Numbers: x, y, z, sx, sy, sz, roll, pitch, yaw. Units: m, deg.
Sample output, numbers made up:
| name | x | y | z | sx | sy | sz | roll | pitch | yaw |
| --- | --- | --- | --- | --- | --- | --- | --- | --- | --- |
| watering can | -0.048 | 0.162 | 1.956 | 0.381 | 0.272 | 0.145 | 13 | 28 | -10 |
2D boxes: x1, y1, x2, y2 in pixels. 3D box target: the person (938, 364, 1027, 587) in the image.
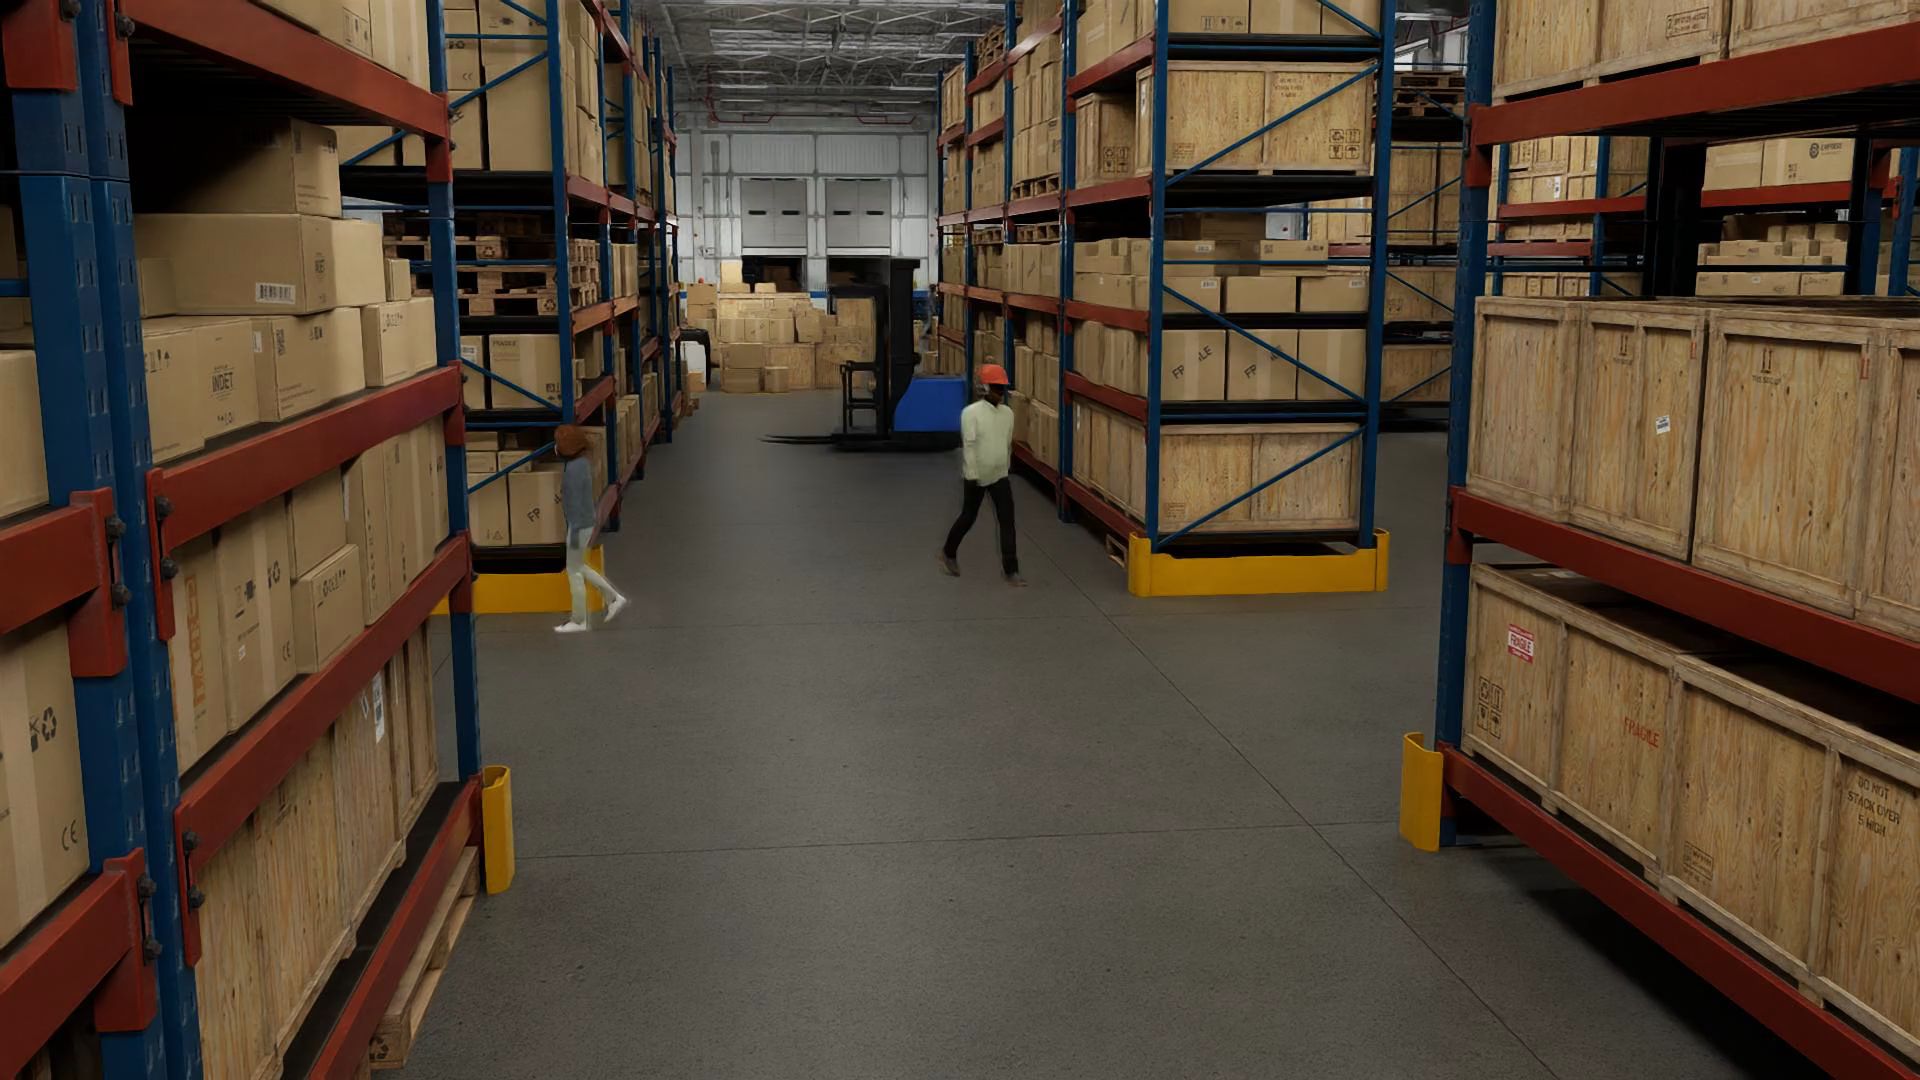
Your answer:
| name | x | y | z | sx | sy | sz | roll | pitch | yaw |
| --- | --- | --- | --- | --- | --- | --- | --- | --- | --- |
| person | 0.192 | -0.591 | 14.729 | 0.617 | 1.958 | 1.001 | -7 | 12 | -34 |

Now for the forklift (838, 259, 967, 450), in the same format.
| name | x | y | z | sx | sy | sz | roll | pitch | yaw |
| --- | --- | --- | --- | --- | --- | --- | --- | --- | --- |
| forklift | -0.835 | -2.771 | 24.697 | 1.873 | 2.768 | 1.129 | 0 | 10 | 1 |

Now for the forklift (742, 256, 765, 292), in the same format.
| name | x | y | z | sx | sy | sz | roll | pitch | yaw |
| --- | --- | --- | --- | --- | --- | --- | --- | --- | --- |
| forklift | -7.283 | -8.633 | 58.827 | 1.873 | 2.768 | 1.129 | -9 | 14 | -44 |

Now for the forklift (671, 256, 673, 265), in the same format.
| name | x | y | z | sx | sy | sz | roll | pitch | yaw |
| --- | --- | --- | --- | --- | --- | --- | --- | --- | --- |
| forklift | -10.987 | -9.066 | 61.344 | 1.129 | 2.768 | 1.873 | -1 | 10 | -7 |

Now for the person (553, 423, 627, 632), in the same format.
| name | x | y | z | sx | sy | sz | roll | pitch | yaw |
| --- | --- | --- | --- | --- | --- | --- | --- | --- | --- |
| person | -2.875 | -0.093 | 12.753 | 0.479 | 1.616 | 0.516 | -1 | 10 | -4 |

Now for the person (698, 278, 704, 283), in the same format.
| name | x | y | z | sx | sy | sz | roll | pitch | yaw |
| --- | --- | --- | --- | --- | --- | --- | --- | --- | --- |
| person | -10.730 | -9.885 | 68.894 | 0.545 | 1.930 | 0.394 | -7 | 12 | -36 |

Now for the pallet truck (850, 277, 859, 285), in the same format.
| name | x | y | z | sx | sy | sz | roll | pitch | yaw |
| --- | --- | --- | --- | --- | --- | --- | --- | --- | --- |
| pallet truck | -3.782 | -9.391 | 65.808 | 1.885 | 1.965 | 0.823 | 2 | 10 | 10 |

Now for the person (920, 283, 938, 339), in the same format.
| name | x | y | z | sx | sy | sz | roll | pitch | yaw |
| --- | --- | --- | --- | --- | --- | --- | --- | --- | --- |
| person | -0.978 | -7.786 | 56.705 | 0.750 | 1.916 | 0.639 | 3 | 10 | 18 |
